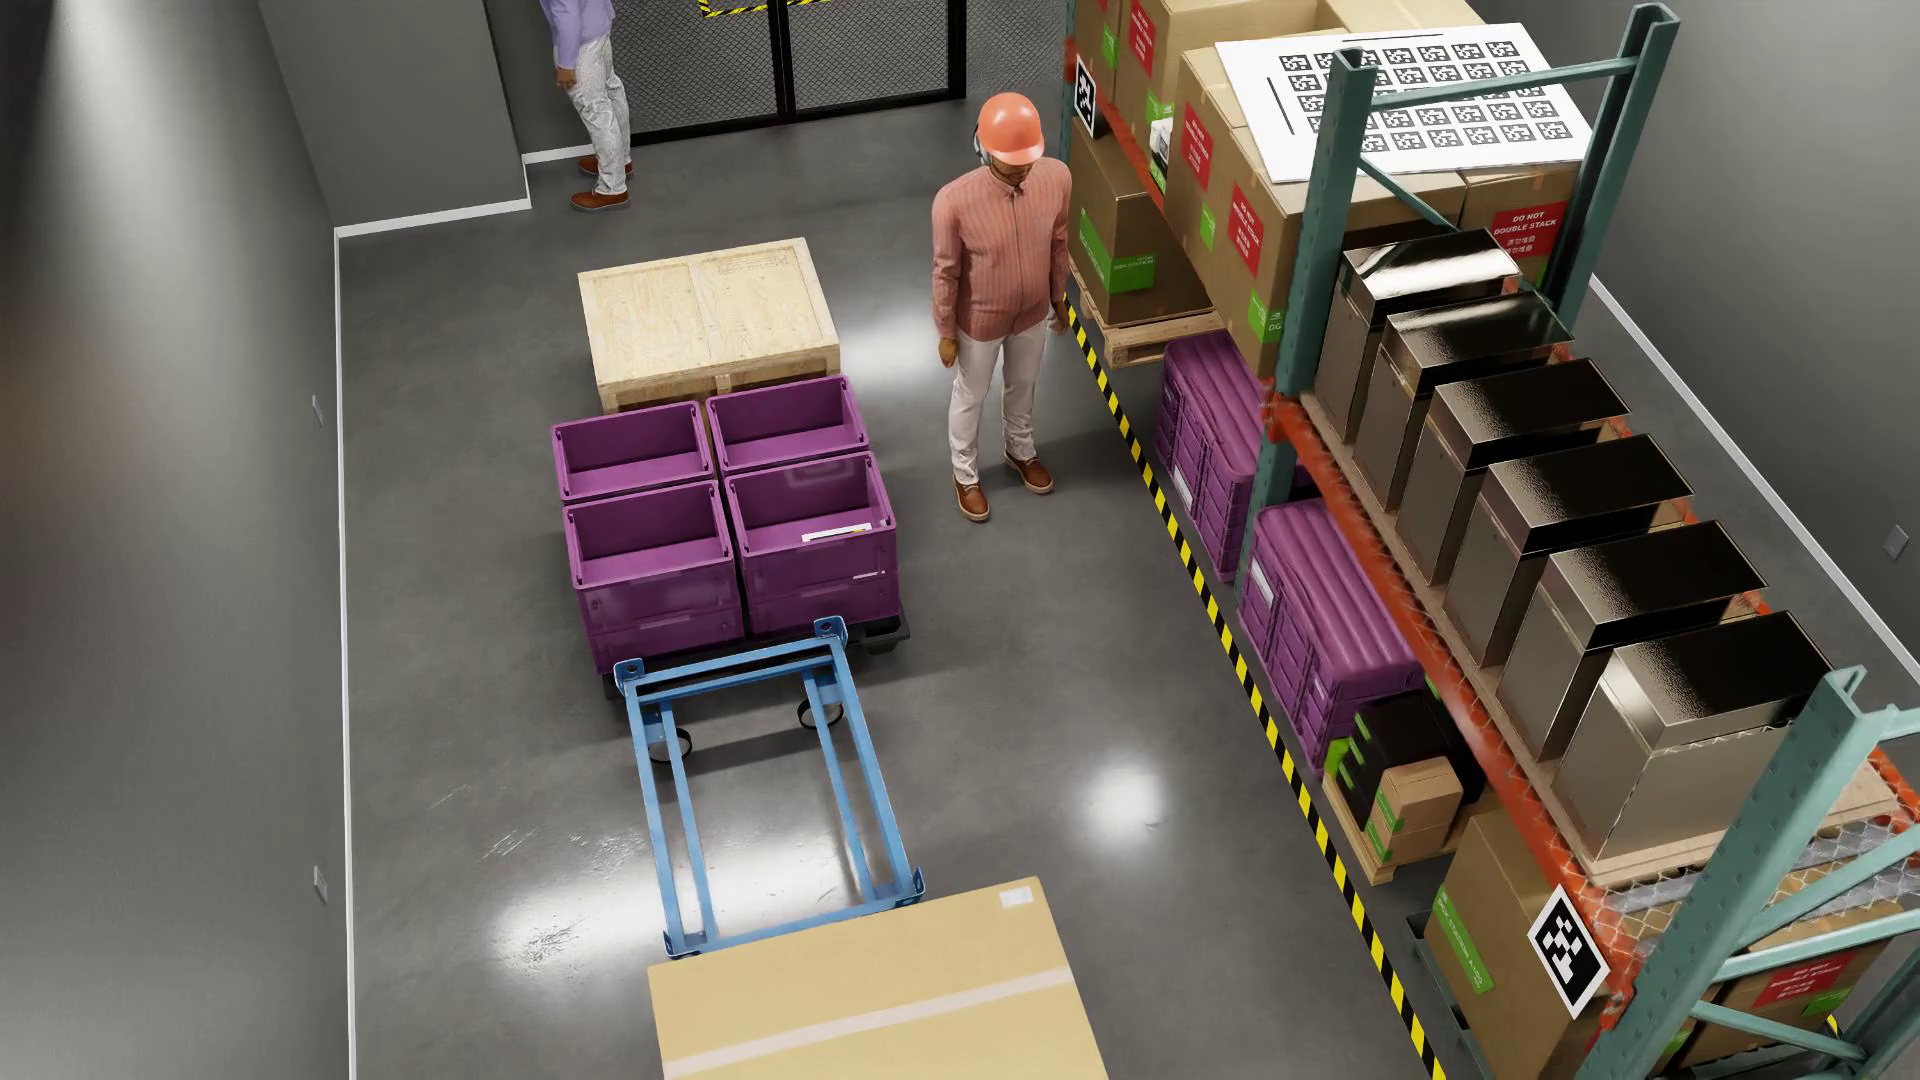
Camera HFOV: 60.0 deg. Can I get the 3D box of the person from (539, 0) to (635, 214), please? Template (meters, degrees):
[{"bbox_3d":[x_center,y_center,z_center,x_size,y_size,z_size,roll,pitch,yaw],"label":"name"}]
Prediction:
[{"bbox_3d":[-1.887,-2.506,8.189,0.374,1.938,0.627,2,47,2],"label":"person"}]

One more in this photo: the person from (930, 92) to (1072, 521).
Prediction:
[{"bbox_3d":[0.175,-0.922,6.696,0.619,1.994,0.381,-22,51,-19],"label":"person"}]
